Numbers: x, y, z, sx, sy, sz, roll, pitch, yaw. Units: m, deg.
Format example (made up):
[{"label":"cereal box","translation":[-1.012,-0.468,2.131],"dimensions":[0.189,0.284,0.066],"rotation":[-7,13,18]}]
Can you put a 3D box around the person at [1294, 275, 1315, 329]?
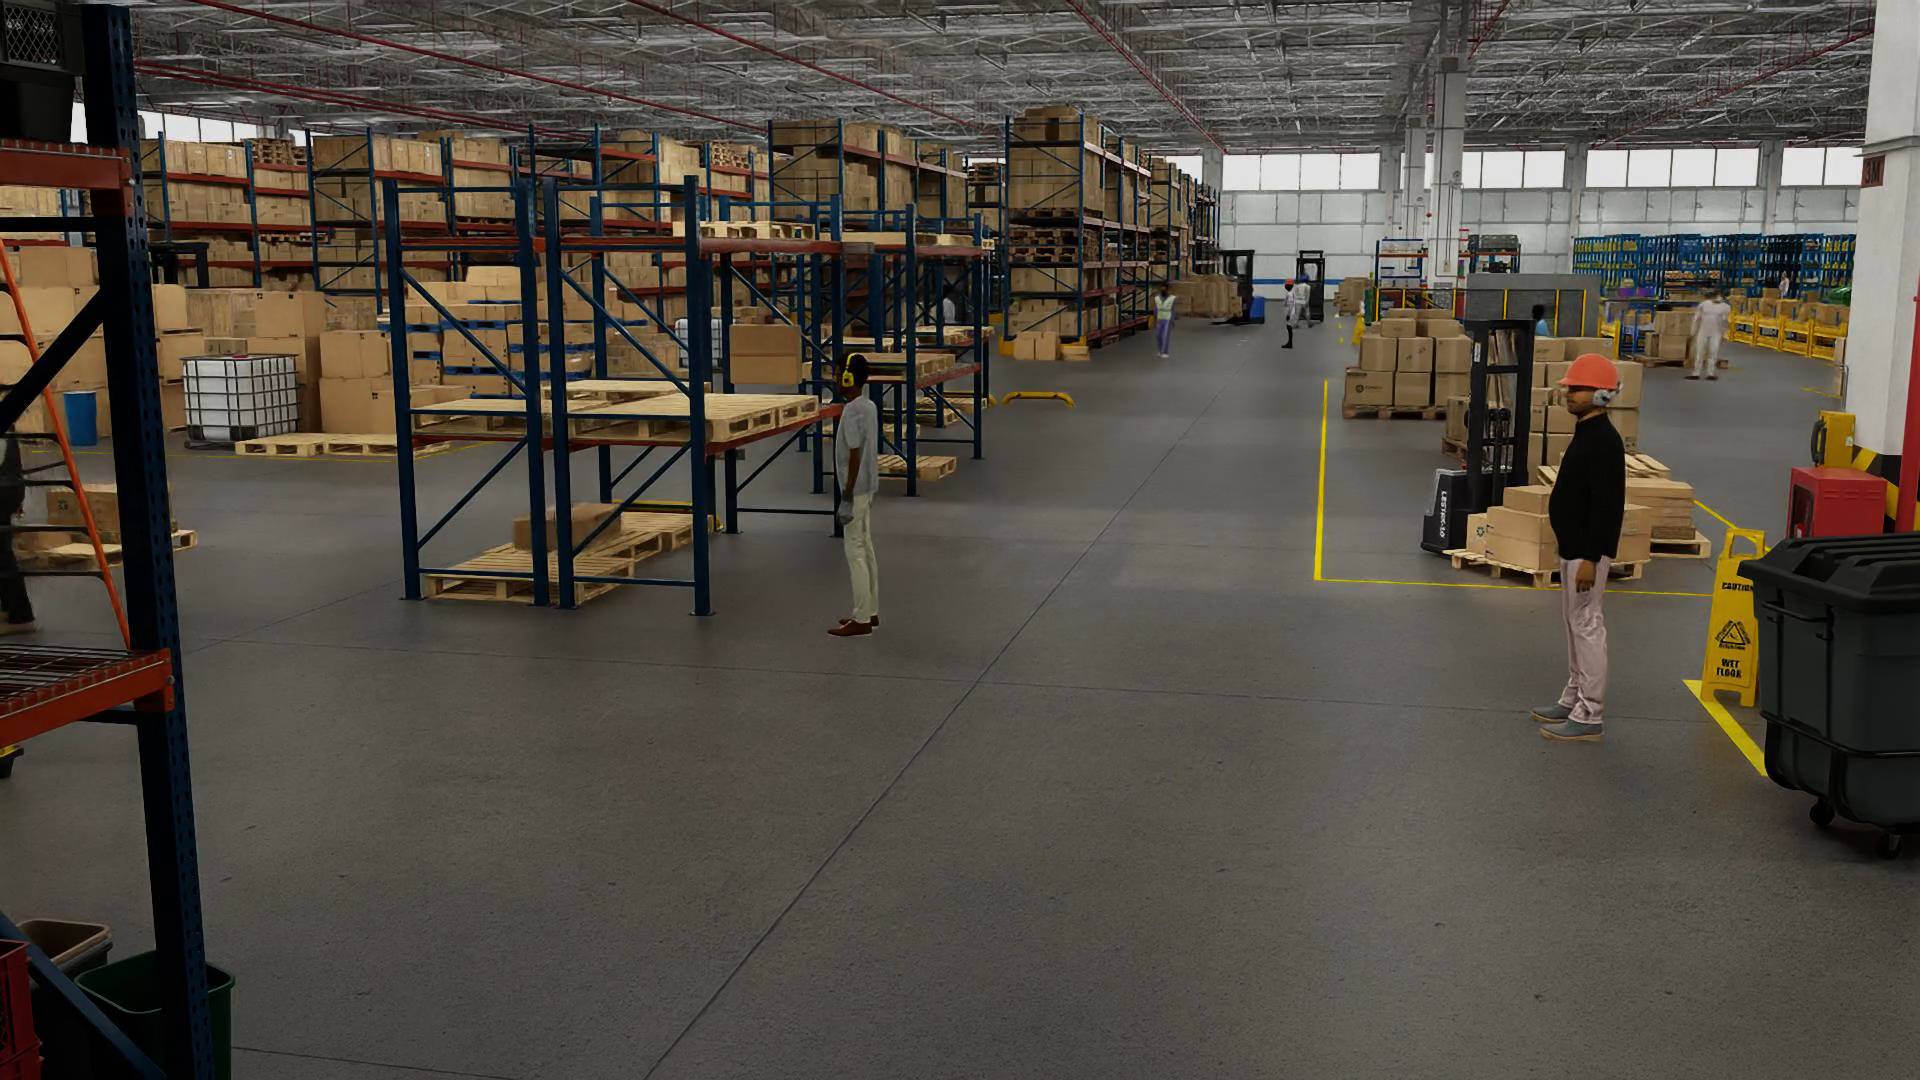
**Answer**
[{"label":"person","translation":[12.346,-8.532,59.638],"dimensions":[1.030,1.884,0.613],"rotation":[-9,13,-44]}]

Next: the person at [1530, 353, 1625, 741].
[{"label":"person","translation":[3.211,0.038,8.590],"dimensions":[0.378,1.995,0.622],"rotation":[2,10,12]}]

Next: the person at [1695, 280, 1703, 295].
[{"label":"person","translation":[35.843,-12.057,80.743],"dimensions":[0.425,1.832,0.595],"rotation":[2,10,9]}]

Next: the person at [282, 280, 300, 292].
[{"label":"person","translation":[-20.202,-6.935,50.342],"dimensions":[0.682,1.856,0.902],"rotation":[-1,10,-3]}]

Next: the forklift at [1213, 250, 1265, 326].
[{"label":"forklift","translation":[10.415,-9.367,61.673],"dimensions":[1.129,2.768,1.873],"rotation":[9,13,43]}]

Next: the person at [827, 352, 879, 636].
[{"label":"person","translation":[-0.702,-0.296,10.945],"dimensions":[0.315,1.870,0.532],"rotation":[2,10,12]}]

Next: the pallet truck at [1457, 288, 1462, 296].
[{"label":"pallet truck","translation":[20.506,-9.785,68.819],"dimensions":[0.653,1.274,1.630],"rotation":[2,10,12]}]

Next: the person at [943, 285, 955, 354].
[{"label":"person","translation":[-0.308,-4.554,35.974],"dimensions":[0.555,1.928,0.634],"rotation":[7,12,37]}]

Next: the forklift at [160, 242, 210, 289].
[{"label":"forklift","translation":[-16.063,-4.810,34.690],"dimensions":[1.129,2.768,1.873],"rotation":[2,10,12]}]

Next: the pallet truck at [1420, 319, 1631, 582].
[{"label":"pallet truck","translation":[4.543,-0.757,13.299],"dimensions":[0.823,1.965,1.885],"rotation":[-4,10,-22]}]

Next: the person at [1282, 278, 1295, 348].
[{"label":"person","translation":[9.147,-6.307,46.331],"dimensions":[0.352,1.939,0.552],"rotation":[2,10,12]}]

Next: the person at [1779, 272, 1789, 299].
[{"label":"person","translation":[35.882,-10.712,72.517],"dimensions":[0.409,1.906,0.652],"rotation":[2,10,12]}]

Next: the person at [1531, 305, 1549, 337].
[{"label":"person","translation":[10.482,-3.425,30.100],"dimensions":[0.744,1.645,0.540],"rotation":[2,10,11]}]

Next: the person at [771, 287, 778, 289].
[{"label":"person","translation":[-7.467,-9.625,66.234],"dimensions":[0.979,1.867,0.663],"rotation":[2,10,12]}]

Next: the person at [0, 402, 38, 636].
[{"label":"person","translation":[-6.322,-0.246,10.802],"dimensions":[0.491,1.816,0.538],"rotation":[-1,10,-7]}]

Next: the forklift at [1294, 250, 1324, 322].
[{"label":"forklift","translation":[13.778,-10.002,65.433],"dimensions":[1.129,2.768,1.873],"rotation":[2,10,12]}]

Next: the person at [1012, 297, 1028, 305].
[{"label":"person","translation":[2.043,-7.936,56.804],"dimensions":[0.555,1.649,0.605],"rotation":[5,11,27]}]

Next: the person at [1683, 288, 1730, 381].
[{"label":"person","translation":[15.260,-4.195,33.984],"dimensions":[0.799,1.909,0.345],"rotation":[5,11,29]}]

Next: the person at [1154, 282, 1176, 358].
[{"label":"person","translation":[5.146,-5.532,41.877],"dimensions":[0.591,1.903,0.465],"rotation":[4,11,24]}]

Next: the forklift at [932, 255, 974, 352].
[{"label":"forklift","translation":[-0.300,-6.500,44.694],"dimensions":[1.129,2.768,1.873],"rotation":[2,10,12]}]
